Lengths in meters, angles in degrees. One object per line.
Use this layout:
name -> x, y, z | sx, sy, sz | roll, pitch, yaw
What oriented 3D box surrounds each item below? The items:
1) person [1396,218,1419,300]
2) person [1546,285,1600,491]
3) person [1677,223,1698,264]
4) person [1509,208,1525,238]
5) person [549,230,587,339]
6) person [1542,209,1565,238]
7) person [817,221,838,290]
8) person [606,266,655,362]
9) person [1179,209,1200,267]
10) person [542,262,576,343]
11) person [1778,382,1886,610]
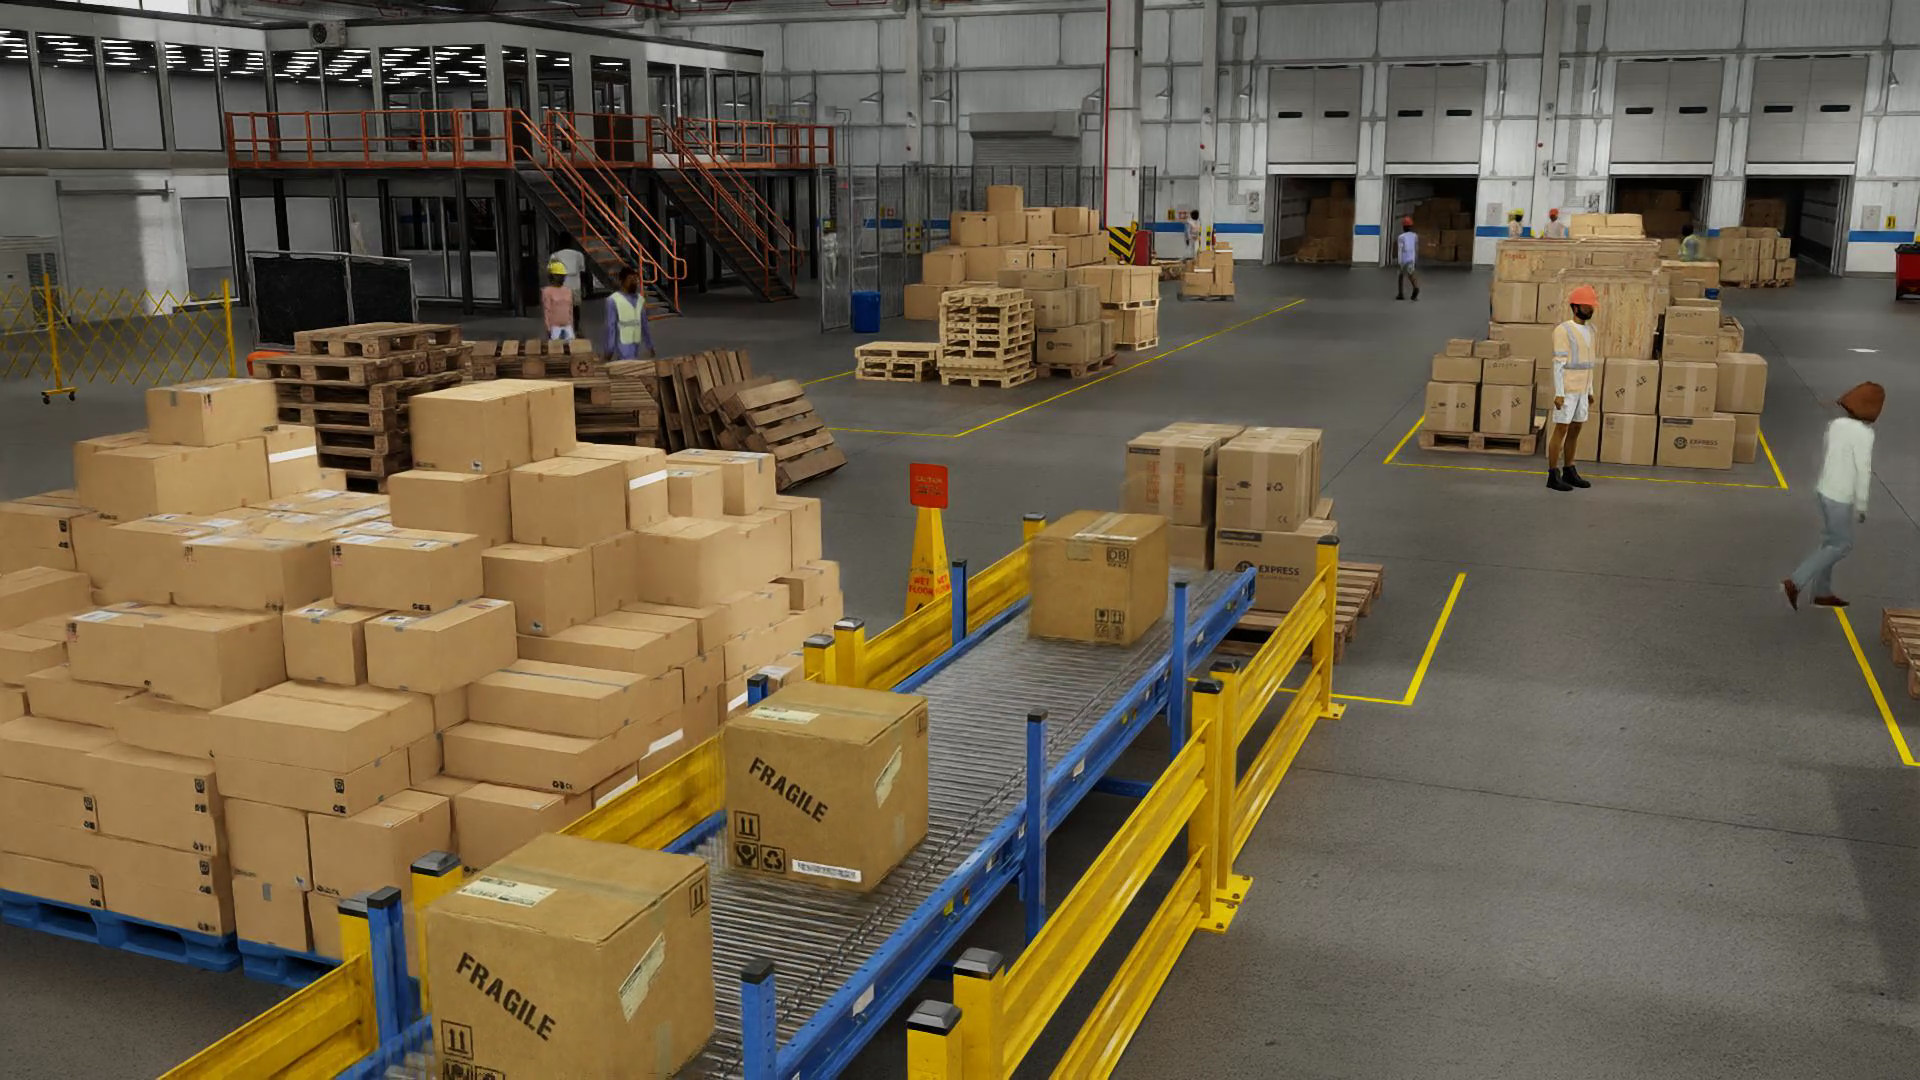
person -> 10.385, -6.488, 38.500 | 0.542, 1.917, 0.744 | -3, 13, -13
person -> 5.828, -1.438, 15.760 | 0.545, 1.942, 0.349 | -9, 15, -34
person -> 16.179, -6.154, 37.179 | 0.675, 1.822, 0.626 | 6, 14, 24
person -> 15.863, -8.489, 47.454 | 0.440, 1.911, 0.589 | 12, 17, 42
person -> -6.910, -4.459, 29.277 | 0.633, 1.951, 0.506 | -5, 13, -21
person -> 16.270, -8.131, 45.796 | 1.062, 1.928, 0.651 | -7, 14, -28
person -> -3.337, -7.156, 41.909 | 0.515, 1.709, 0.794 | -1, 13, -4
person -> -3.995, -2.365, 20.094 | 0.997, 1.869, 0.609 | 6, 14, 27
person -> 7.034, -9.161, 50.703 | 0.631, 1.812, 0.800 | -8, 15, -31
person -> -5.519, -2.946, 22.936 | 0.375, 1.758, 0.523 | 11, 16, 40
person -> 5.909, -0.281, 11.309 | 0.586, 1.605, 0.528 | 1, 13, 5
